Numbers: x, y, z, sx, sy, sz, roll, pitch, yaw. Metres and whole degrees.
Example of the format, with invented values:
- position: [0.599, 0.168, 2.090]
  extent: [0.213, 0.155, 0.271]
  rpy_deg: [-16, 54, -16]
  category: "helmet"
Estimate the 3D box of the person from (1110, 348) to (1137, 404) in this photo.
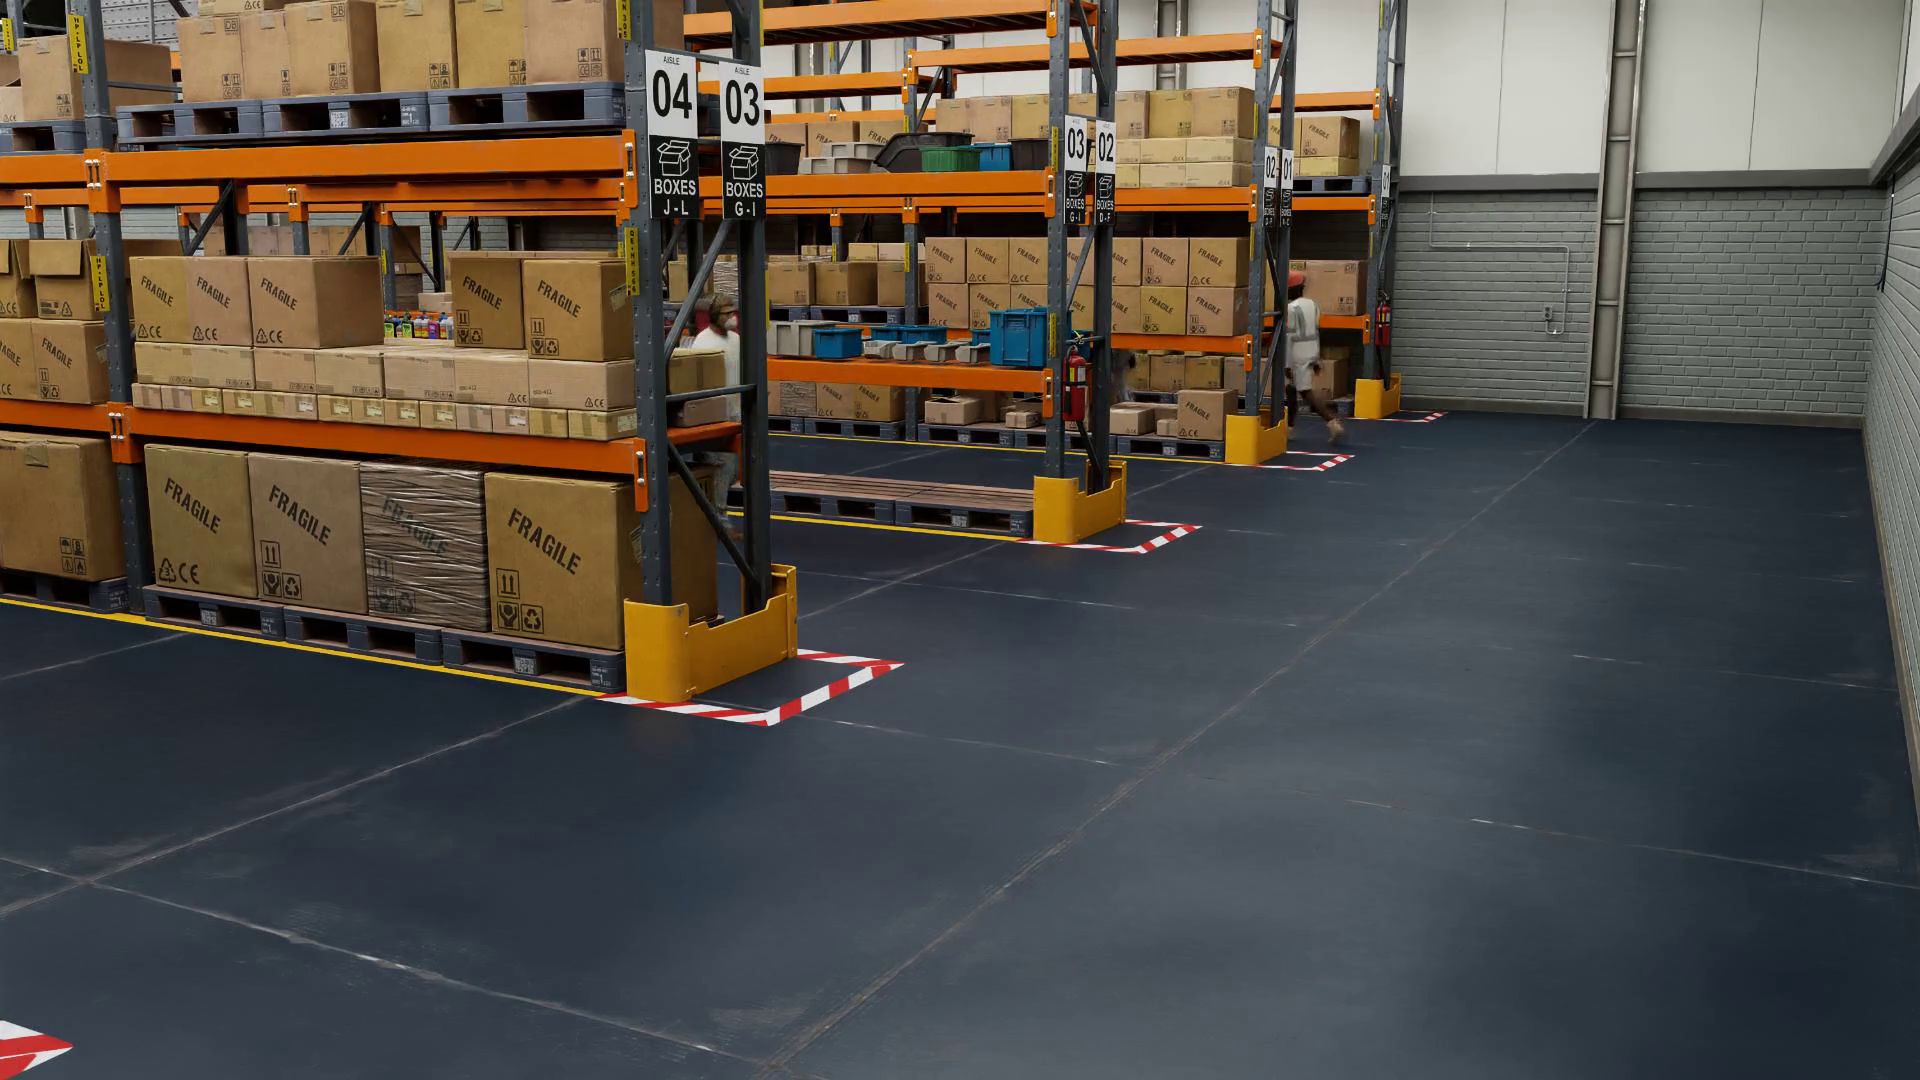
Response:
- position: [1.890, -2.190, 19.801]
  extent: [0.512, 1.850, 0.553]
  rpy_deg: [6, 12, 31]
  category: "person"

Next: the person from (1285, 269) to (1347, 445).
- position: [3.916, -2.039, 18.650]
  extent: [0.999, 1.995, 0.633]
  rpy_deg: [8, 13, 38]
  category: "person"

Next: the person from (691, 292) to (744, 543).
- position: [-1.839, -0.932, 12.749]
  extent: [0.488, 1.920, 0.645]
  rpy_deg: [4, 11, 21]
  category: "person"
